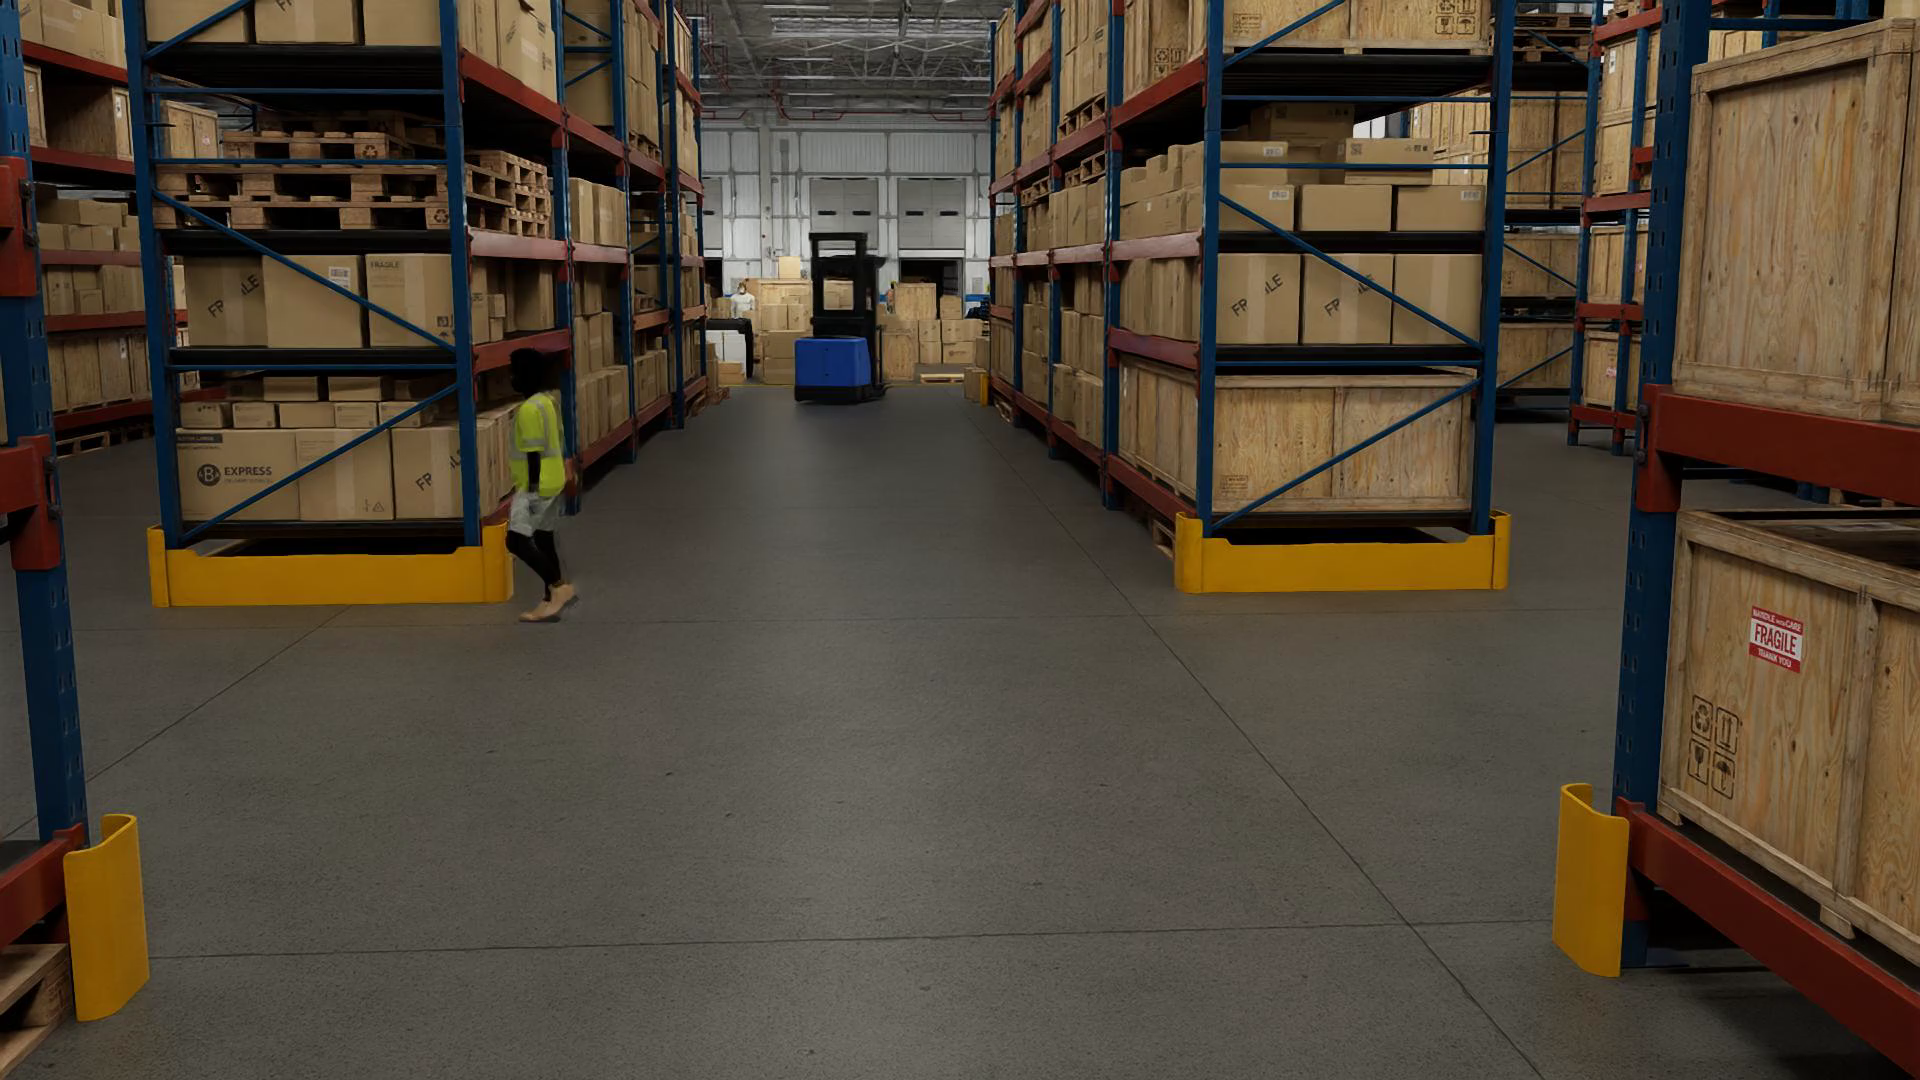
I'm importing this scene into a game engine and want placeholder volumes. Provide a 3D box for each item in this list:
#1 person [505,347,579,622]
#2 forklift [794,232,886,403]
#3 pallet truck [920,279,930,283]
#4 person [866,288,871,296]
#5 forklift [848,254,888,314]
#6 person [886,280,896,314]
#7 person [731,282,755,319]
[{"bbox_3d":[-2.563,-0.312,10.027,0.356,1.688,0.535,0,9,-1],"label":"person"},{"bbox_3d":[-2.022,-3.726,27.729,1.129,2.768,1.873,2,9,12],"label":"forklift"},{"bbox_3d":[-0.932,-8.922,63.114,1.885,1.965,0.823,2,9,13],"label":"pallet truck"},{"bbox_3d":[-2.044,-4.851,38.039,0.429,1.842,0.635,-4,10,-26],"label":"person"},{"bbox_3d":[-3.336,-8.384,56.975,1.129,2.768,1.873,-5,10,-30],"label":"forklift"},{"bbox_3d":[-2.514,-8.775,62.441,0.585,1.918,0.381,7,11,36],"label":"person"},{"bbox_3d":[-5.609,-5.689,43.002,0.629,1.940,0.376,0,9,-2],"label":"person"}]
